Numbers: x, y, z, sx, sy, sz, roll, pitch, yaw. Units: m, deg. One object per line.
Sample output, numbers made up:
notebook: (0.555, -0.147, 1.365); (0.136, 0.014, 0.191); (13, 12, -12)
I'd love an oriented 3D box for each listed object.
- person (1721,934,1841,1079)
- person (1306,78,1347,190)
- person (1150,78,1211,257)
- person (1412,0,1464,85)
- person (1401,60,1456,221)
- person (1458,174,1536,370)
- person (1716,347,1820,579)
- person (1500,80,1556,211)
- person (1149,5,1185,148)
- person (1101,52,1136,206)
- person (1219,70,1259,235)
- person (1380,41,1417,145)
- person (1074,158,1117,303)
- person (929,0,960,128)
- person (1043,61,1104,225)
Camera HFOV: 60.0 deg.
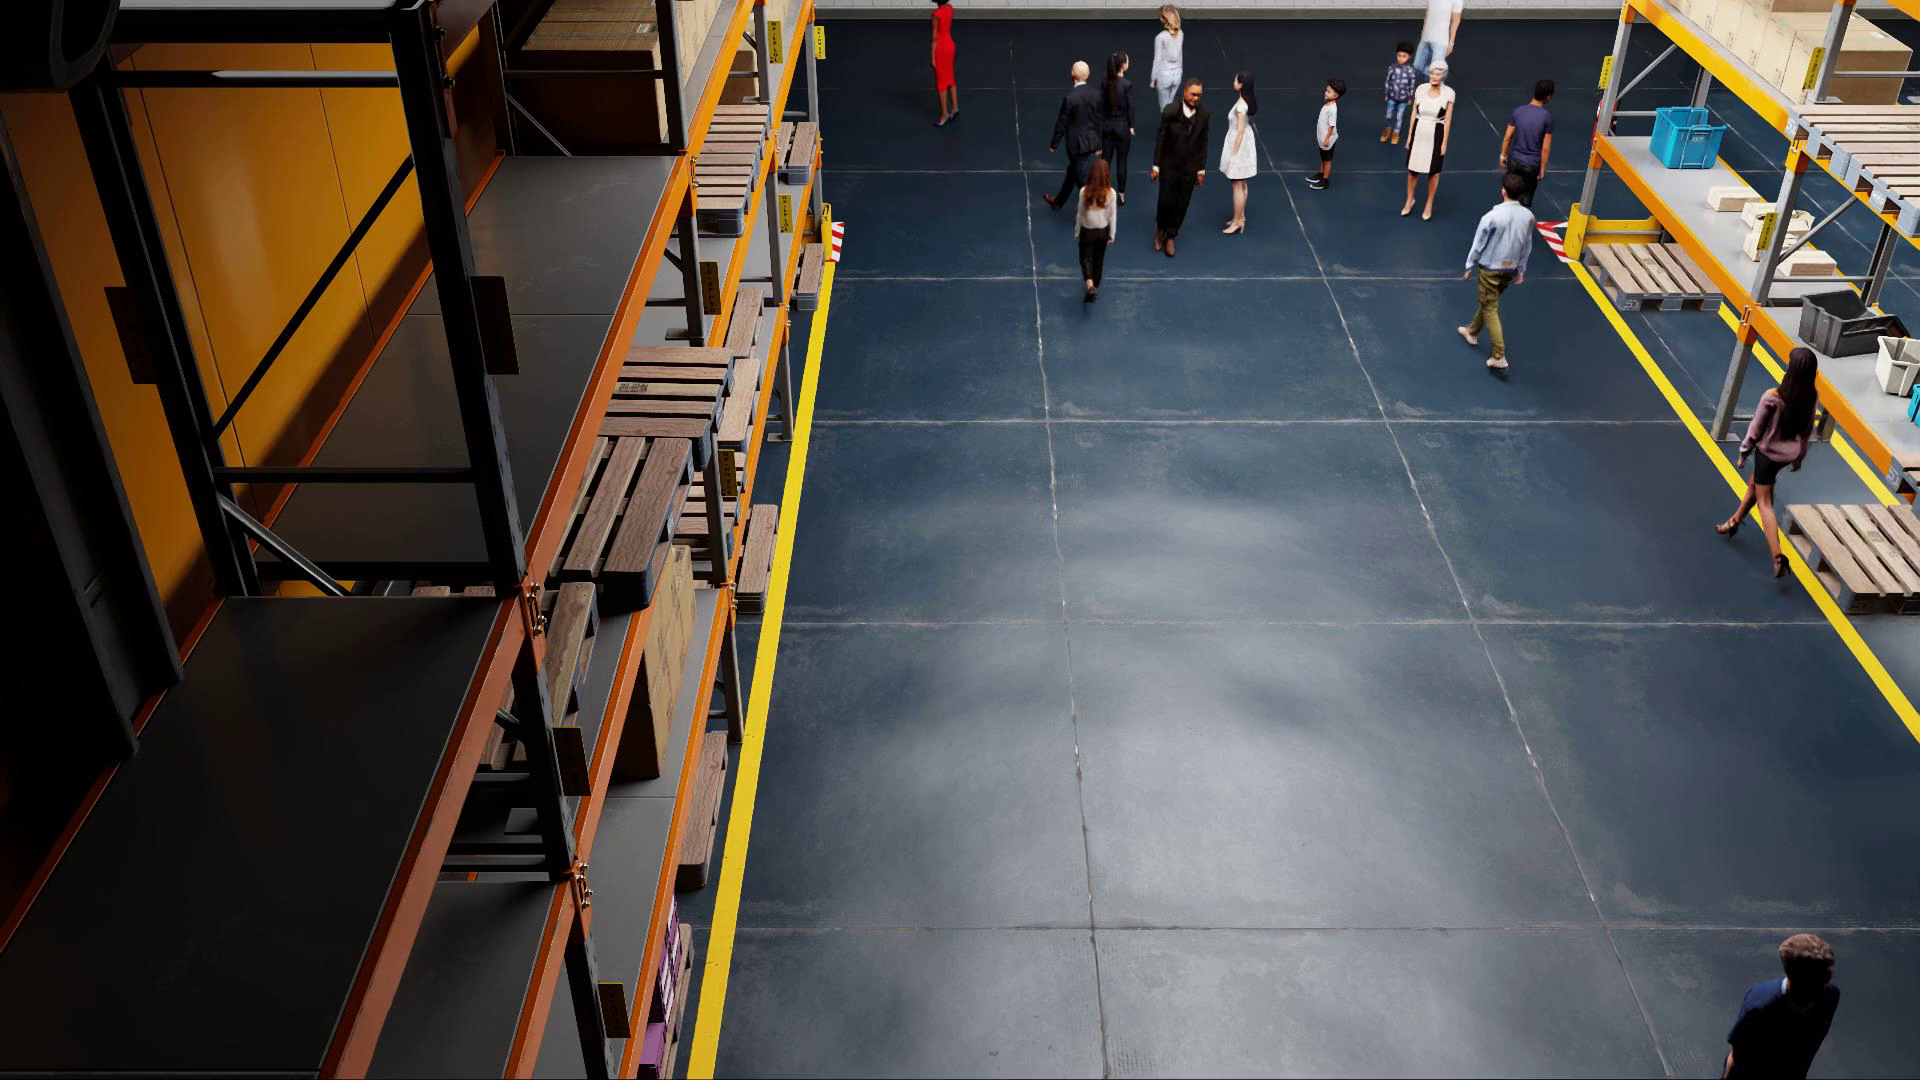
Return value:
person: (3.686, 2.507, 7.673); (0.719, 1.871, 0.651); (-10, 35, -15)
person: (4.203, -4.655, 18.995); (0.543, 1.265, 0.444); (-1, 34, -1)
person: (2.280, -3.909, 17.315); (0.728, 1.882, 0.668); (1, 34, 1)
person: (6.062, -6.313, 20.963); (0.961, 1.848, 0.925); (-20, 38, -27)
person: (5.106, -4.365, 18.120); (0.689, 1.751, 0.708); (20, 39, 27)
person: (4.930, -2.407, 15.157); (0.902, 1.770, 1.255); (-8, 35, -12)
person: (6.082, -0.533, 12.335); (0.776, 1.773, 1.170); (-7, 34, -10)
person: (5.880, -3.909, 17.427); (0.807, 1.759, 0.854); (16, 37, 22)
person: (2.511, -5.402, 19.665); (0.831, 1.767, 0.906); (-22, 39, -29)
person: (1.734, -4.556, 18.442); (0.636, 1.712, 0.649); (21, 39, 28)
person: (2.979, -4.139, 17.759); (0.802, 1.773, 0.696); (12, 35, 17)
person: (5.344, -5.438, 20.193); (0.562, 1.242, 0.569); (12, 35, 17)
person: (1.319, -2.982, 16.289); (0.545, 1.474, 0.712); (1, 34, 1)
person: (-0.198, -6.012, 20.611); (0.723, 1.736, 0.626); (17, 37, 24)
person: (1.344, -4.181, 17.839); (1.094, 1.756, 1.171); (-27, 42, -35)
